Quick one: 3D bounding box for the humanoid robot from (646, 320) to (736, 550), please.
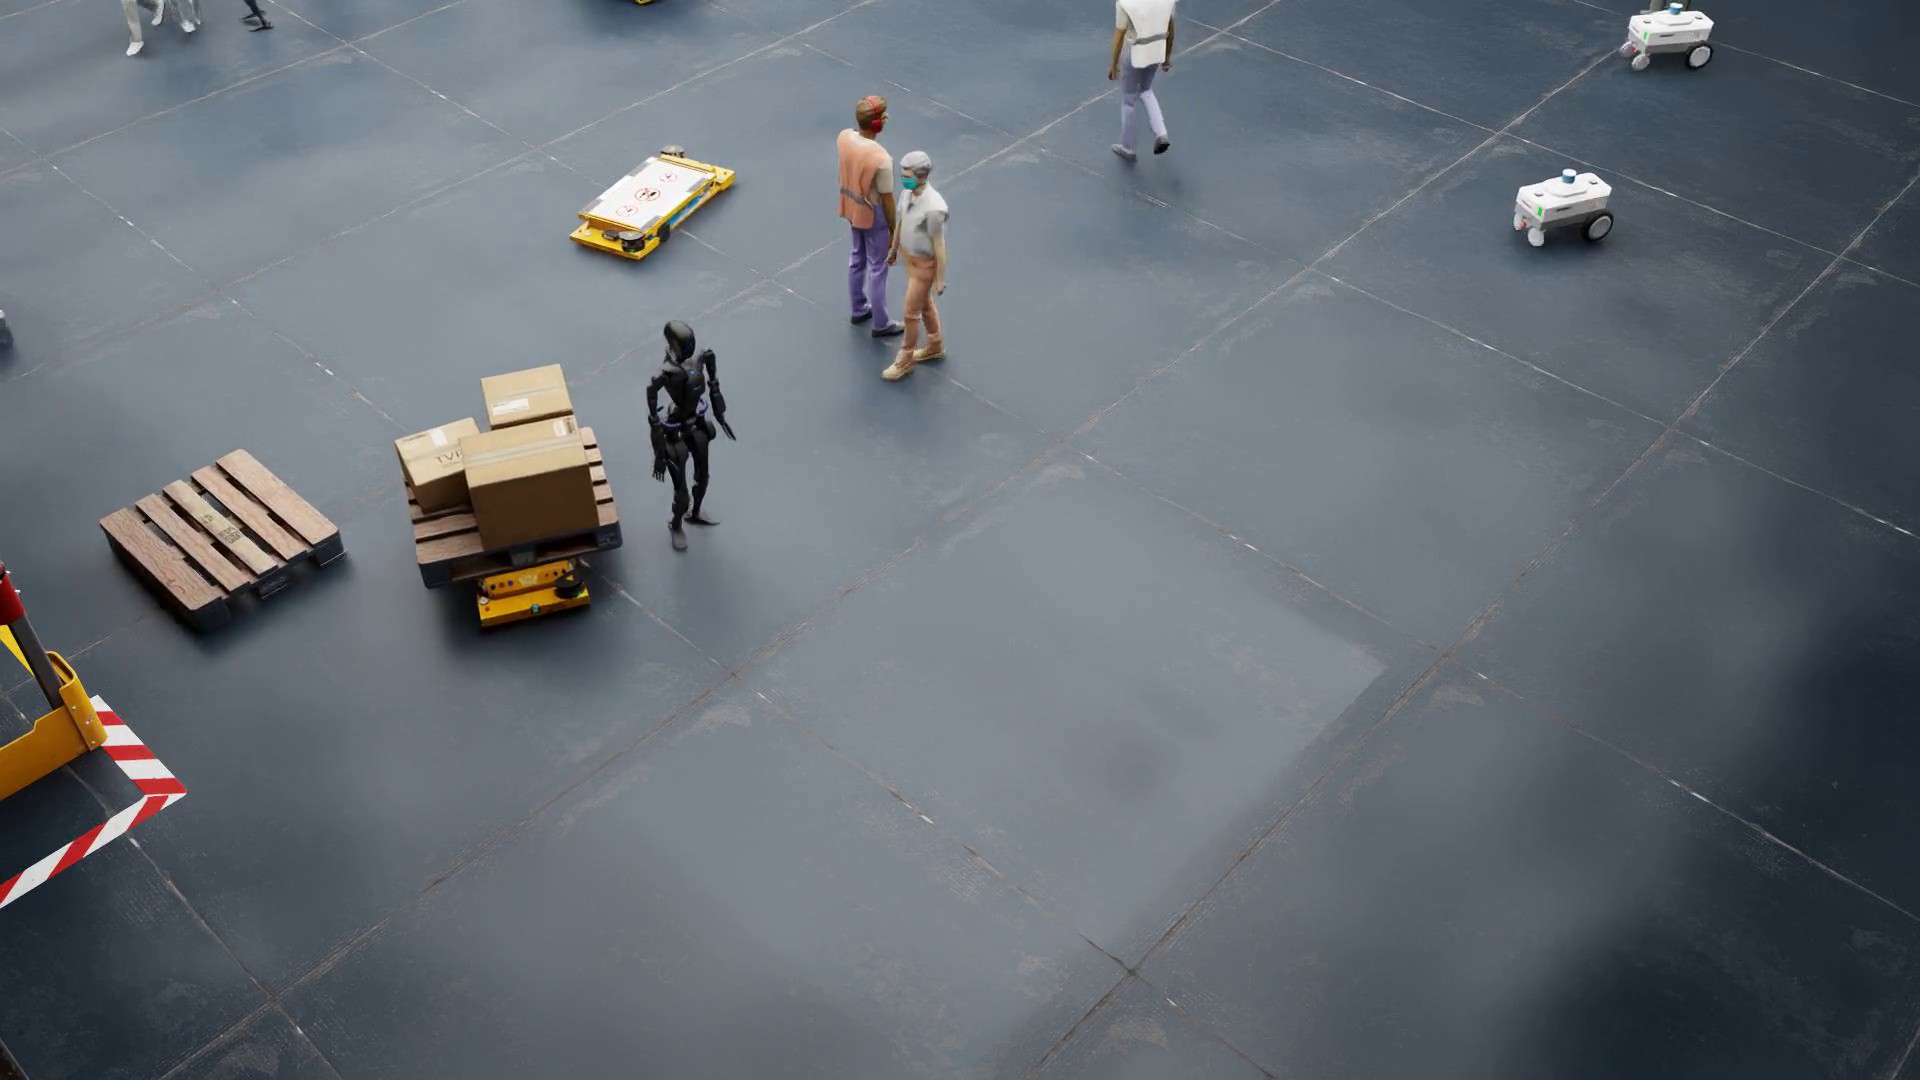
[{"bbox_3d":[-1.688,-0.673,10.222,0.373,1.647,0.601,30,50,29],"label":"humanoid robot"}]

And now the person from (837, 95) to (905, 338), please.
[{"bbox_3d":[-0.655,-2.298,11.904,0.372,1.839,0.568,-29,49,-28],"label":"person"}]

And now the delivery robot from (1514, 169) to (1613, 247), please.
[{"bbox_3d":[4.822,-2.680,13.293,0.769,0.597,0.510,-15,44,-16],"label":"delivery robot"}]

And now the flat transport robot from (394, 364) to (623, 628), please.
[{"bbox_3d":[-2.810,-0.045,10.576,0.659,0.231,1.431,-13,44,-14],"label":"flat transport robot"}]

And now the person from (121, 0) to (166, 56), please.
[{"bbox_3d":[-7.862,-5.450,15.583,0.515,1.597,0.739,15,44,16],"label":"person"}]

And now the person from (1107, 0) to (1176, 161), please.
[{"bbox_3d":[1.516,-3.978,13.783,0.577,1.831,0.469,-23,47,-24],"label":"person"}]

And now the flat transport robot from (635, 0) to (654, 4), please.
[{"bbox_3d":[-3.303,-5.903,17.087,0.659,0.231,1.431,-24,47,-24],"label":"flat transport robot"}]

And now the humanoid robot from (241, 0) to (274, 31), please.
[{"bbox_3d":[-6.917,-5.625,15.730,0.372,1.644,0.598,-8,43,-9],"label":"humanoid robot"}]

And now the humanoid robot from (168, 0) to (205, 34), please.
[{"bbox_3d":[-7.520,-5.542,15.608,0.560,1.792,0.804,-23,47,-23],"label":"humanoid robot"}]

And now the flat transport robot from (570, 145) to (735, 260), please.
[{"bbox_3d":[-2.503,-2.771,13.606,0.659,0.231,1.431,19,45,20],"label":"flat transport robot"}]

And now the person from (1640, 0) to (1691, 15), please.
[{"bbox_3d":[6.938,-5.802,15.796,0.563,1.846,0.391,-2,42,-3],"label":"person"}]

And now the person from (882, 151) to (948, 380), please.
[{"bbox_3d":[-0.338,-1.917,11.562,0.537,1.725,0.532,-21,46,-21],"label":"person"}]

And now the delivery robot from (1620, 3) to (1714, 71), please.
[{"bbox_3d":[6.644,-4.716,15.565,0.805,0.609,0.499,-7,42,-7],"label":"delivery robot"}]
